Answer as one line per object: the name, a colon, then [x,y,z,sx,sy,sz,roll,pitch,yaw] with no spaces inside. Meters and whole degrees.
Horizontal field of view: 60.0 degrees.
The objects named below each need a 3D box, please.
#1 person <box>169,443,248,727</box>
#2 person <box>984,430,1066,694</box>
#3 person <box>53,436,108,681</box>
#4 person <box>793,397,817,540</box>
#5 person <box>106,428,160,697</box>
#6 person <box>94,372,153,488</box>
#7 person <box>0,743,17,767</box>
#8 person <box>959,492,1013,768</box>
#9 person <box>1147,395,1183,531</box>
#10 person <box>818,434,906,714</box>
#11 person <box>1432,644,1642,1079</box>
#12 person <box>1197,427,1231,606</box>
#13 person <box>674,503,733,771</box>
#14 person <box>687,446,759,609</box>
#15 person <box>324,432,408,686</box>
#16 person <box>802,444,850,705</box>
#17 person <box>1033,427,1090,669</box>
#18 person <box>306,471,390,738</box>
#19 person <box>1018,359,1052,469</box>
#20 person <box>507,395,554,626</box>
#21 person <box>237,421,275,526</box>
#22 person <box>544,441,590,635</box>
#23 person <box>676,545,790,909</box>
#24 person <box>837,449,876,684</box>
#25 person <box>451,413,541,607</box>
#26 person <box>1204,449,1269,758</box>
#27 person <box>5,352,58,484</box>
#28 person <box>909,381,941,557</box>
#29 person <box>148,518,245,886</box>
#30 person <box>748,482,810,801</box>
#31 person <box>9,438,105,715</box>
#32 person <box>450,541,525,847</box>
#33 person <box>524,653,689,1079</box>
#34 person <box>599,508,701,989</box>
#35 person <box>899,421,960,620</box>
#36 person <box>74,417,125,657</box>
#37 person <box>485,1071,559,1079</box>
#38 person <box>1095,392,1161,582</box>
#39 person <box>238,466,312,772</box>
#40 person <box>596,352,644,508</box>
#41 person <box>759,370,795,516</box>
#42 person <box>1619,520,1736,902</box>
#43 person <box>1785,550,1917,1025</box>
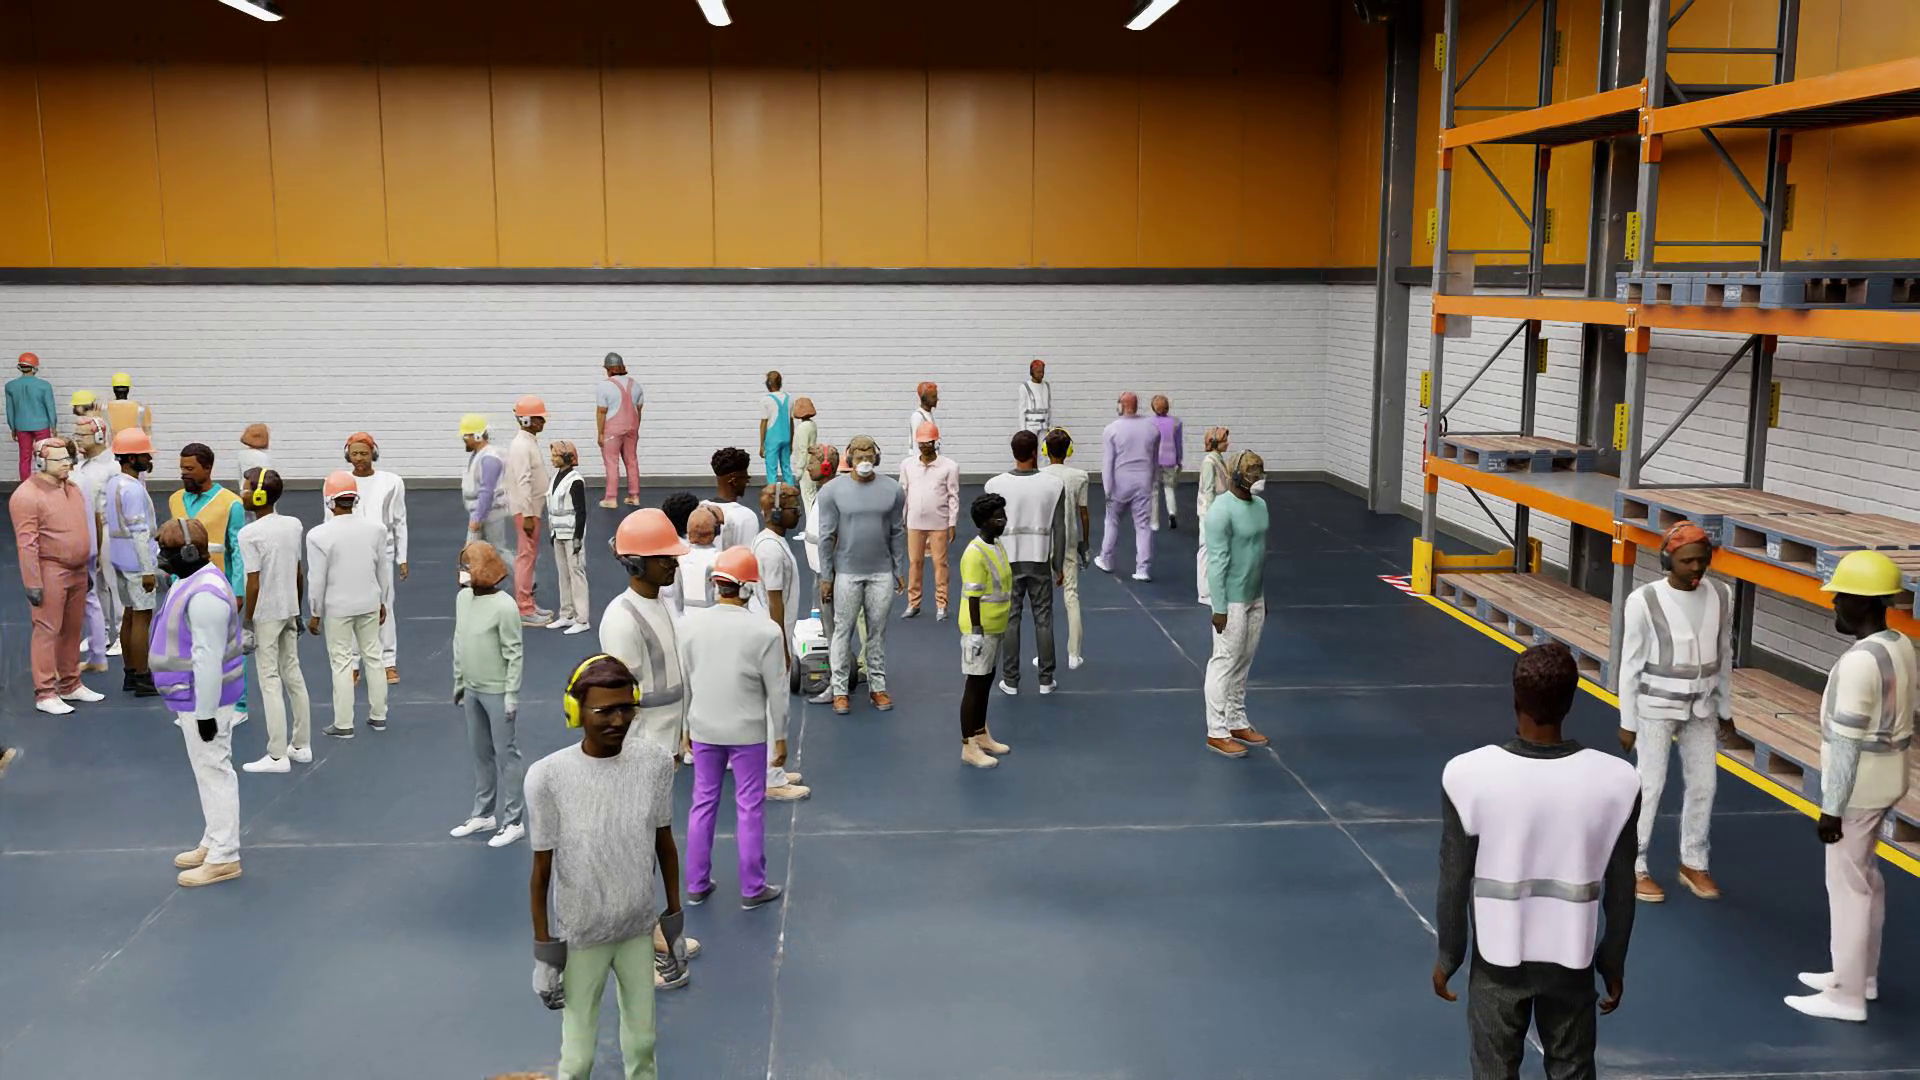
person: [-5.028,0.301,11.149,0.591,1.919,0.392,3,9,17]
person: [0.469,0.168,12.000,0.590,1.916,0.399,0,9,0]
person: [-6.651,0.135,12.474,0.346,1.834,0.518,3,10,20]
person: [-1.769,-0.817,19.060,0.279,1.634,0.499,2,9,10]
person: [-5.912,0.159,11.982,0.361,1.938,0.546,-8,12,-41]
person: [-9.583,-0.960,19.094,0.587,1.918,0.399,-6,11,-34]
person: [-5.737,0.578,9.365,0.476,1.932,0.640,-5,10,-28]
person: [0.162,0.546,10.307,0.317,1.695,0.540,3,9,17]
person: [2.372,-0.895,19.553,0.537,1.621,0.421,-1,9,-4]
person: [-0.672,0.232,11.521,0.632,1.938,0.359,-3,10,-19]
person: [1.746,1.268,5.082,0.590,1.919,0.395,1,9,7]
person: [2.332,-0.222,15.300,0.312,1.642,0.512,3,9,17]
person: [-1.535,0.596,10.154,0.523,1.645,0.306,7,11,38]
person: [-1.452,0.387,10.459,0.613,1.963,0.362,8,12,40]
person: [-4.369,0.143,12.268,0.575,1.878,0.356,-3,10,-18]
person: [-0.917,0.237,11.781,0.390,1.846,0.564,-2,9,-11]
person: [0.740,0.066,12.779,0.521,1.870,0.319,0,9,-2]
person: [-4.020,0.419,10.926,0.326,1.752,0.560,8,12,41]
person: [1.047,-1.539,22.848,0.585,1.879,0.367,-8,12,-41]
person: [-3.714,-0.259,14.423,0.396,1.993,0.618,-2,9,-9]
person: [-6.773,-0.332,16.027,0.513,1.631,0.283,8,12,39]
person: [-3.322,-0.026,14.077,0.305,1.639,0.522,-7,12,-38]
person: [-1.084,0.892,8.016,0.577,1.738,0.379,2,9,15]
person: [-0.758,0.194,12.336,0.339,1.752,0.564,0,9,-2]
person: [-4.243,-0.272,15.156,0.764,1.794,0.599,-6,11,-33]
person: [1.768,0.388,10.541,0.357,1.937,0.637,7,11,36]
person: [-12.425,-1.513,22.301,0.614,1.994,0.381,-2,9,-10]
person: [-0.380,-0.771,17.989,0.337,1.882,0.584,2,9,12]
person: [-3.810,0.795,8.331,0.428,1.836,0.623,-5,10,-30]
person: [-1.062,0.579,9.635,0.325,1.843,0.517,-2,9,-12]
person: [-6.253,0.240,11.572,0.402,1.906,0.652,1,9,5]
person: [-2.519,0.809,8.850,0.498,1.634,0.281,7,11,37]
person: [-1.111,1.265,5.287,0.511,1.863,0.327,-6,11,-33]
person: [-1.321,0.877,7.142,0.378,2.045,0.605,0,9,2]
person: [-0.287,-0.169,14.615,0.563,1.752,0.326,2,9,14]
person: [-6.869,-0.028,13.250,0.638,1.911,0.406,4,10,24]
person: [-0.740,1.723,2.649,0.579,1.786,0.714,1,9,4]
person: [1.668,-0.550,16.664,0.655,1.865,0.945,-2,9,-14]
person: [-4.206,0.483,10.148,0.323,1.875,0.528,3,9,17]
person: [-4.498,-1.450,21.761,0.535,2.000,0.683,8,12,42]
person: [-2.299,-1.206,20.892,0.502,1.838,0.348,-8,12,-41]
person: [3.441,0.825,8.010,0.589,1.870,0.370,-2,9,-13]
person: [3.644,0.996,6.781,0.381,1.922,0.592,8,12,40]
